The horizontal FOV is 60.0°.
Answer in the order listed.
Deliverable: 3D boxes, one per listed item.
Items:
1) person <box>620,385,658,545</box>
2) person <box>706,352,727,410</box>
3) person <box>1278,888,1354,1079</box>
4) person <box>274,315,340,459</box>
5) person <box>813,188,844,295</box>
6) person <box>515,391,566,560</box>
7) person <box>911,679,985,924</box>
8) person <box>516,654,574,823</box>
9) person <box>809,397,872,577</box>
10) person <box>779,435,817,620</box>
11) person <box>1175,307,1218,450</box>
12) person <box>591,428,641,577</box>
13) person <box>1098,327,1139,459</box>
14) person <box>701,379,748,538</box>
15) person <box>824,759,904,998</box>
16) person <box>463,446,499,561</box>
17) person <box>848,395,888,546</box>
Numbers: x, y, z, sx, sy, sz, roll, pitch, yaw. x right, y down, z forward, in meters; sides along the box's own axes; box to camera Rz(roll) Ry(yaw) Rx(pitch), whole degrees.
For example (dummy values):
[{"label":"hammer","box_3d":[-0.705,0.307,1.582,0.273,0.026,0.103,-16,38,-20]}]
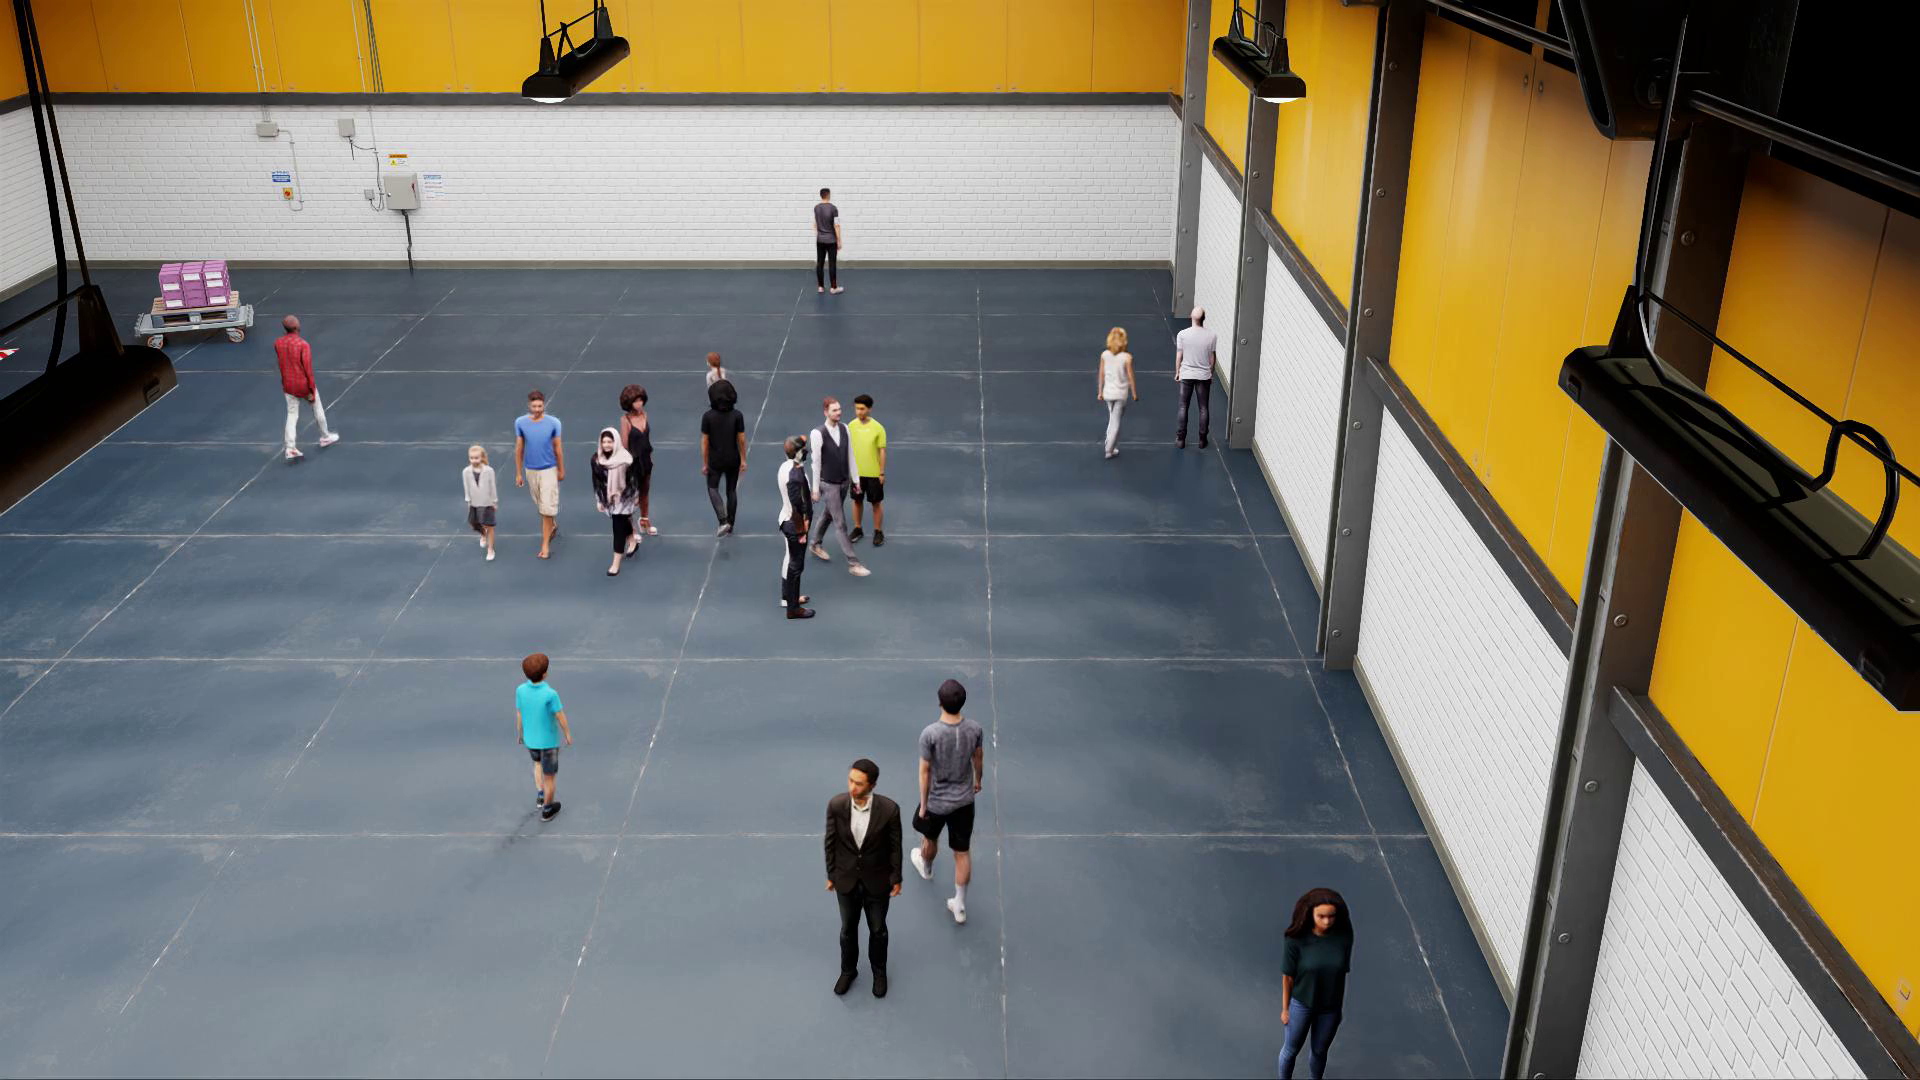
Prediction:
[{"label":"person","box_3d":[-3.558,-0.852,18.323,0.717,1.788,0.626,14,27,29]},{"label":"person","box_3d":[-3.053,-1.806,21.268,0.777,1.177,0.894,-16,28,-32]},{"label":"person","box_3d":[2.156,2.813,10.151,0.608,1.617,0.604,-2,24,-4]},{"label":"person","box_3d":[-8.269,-1.873,20.663,0.860,1.785,1.249,6,24,12]},{"label":"person","box_3d":[-2.241,-5.026,27.903,0.714,1.763,0.686,11,26,23]},{"label":"person","box_3d":[-4.540,-0.784,18.123,0.671,1.823,1.199,0,24,1]},{"label":"person","box_3d":[-0.043,1.912,11.932,0.922,1.842,1.179,-8,25,-17]},{"label":"person","box_3d":[-3.355,1.586,13.180,0.633,1.440,0.668,7,24,15]},{"label":"person","box_3d":[-1.395,-0.609,17.638,1.266,1.891,1.227,20,31,39]},{"label":"person","box_3d":[-1.651,-0.152,16.597,0.778,1.889,0.599,-5,24,-11]},{"label":"person","box_3d":[2.969,-2.059,21.028,0.666,1.832,0.594,2,24,4]},{"label":"person","box_3d":[-3.621,-0.465,17.696,0.767,1.582,1.119,4,24,10]},{"label":"person","box_3d":[1.897,-1.811,20.679,0.719,1.658,0.768,18,29,35]},{"label":"person","box_3d":[-2.596,-0.860,18.299,0.765,1.823,0.858,-6,24,-14]},{"label":"person","box_3d":[-0.649,2.248,11.214,0.704,1.802,0.583,3,24,6]},{"label":"person","box_3d":[-5.162,-0.433,18.014,0.513,1.267,0.654,-1,24,-3]},{"label":"person","box_3d":[-1.034,-0.787,18.274,0.682,1.709,0.638,7,25,16]}]
